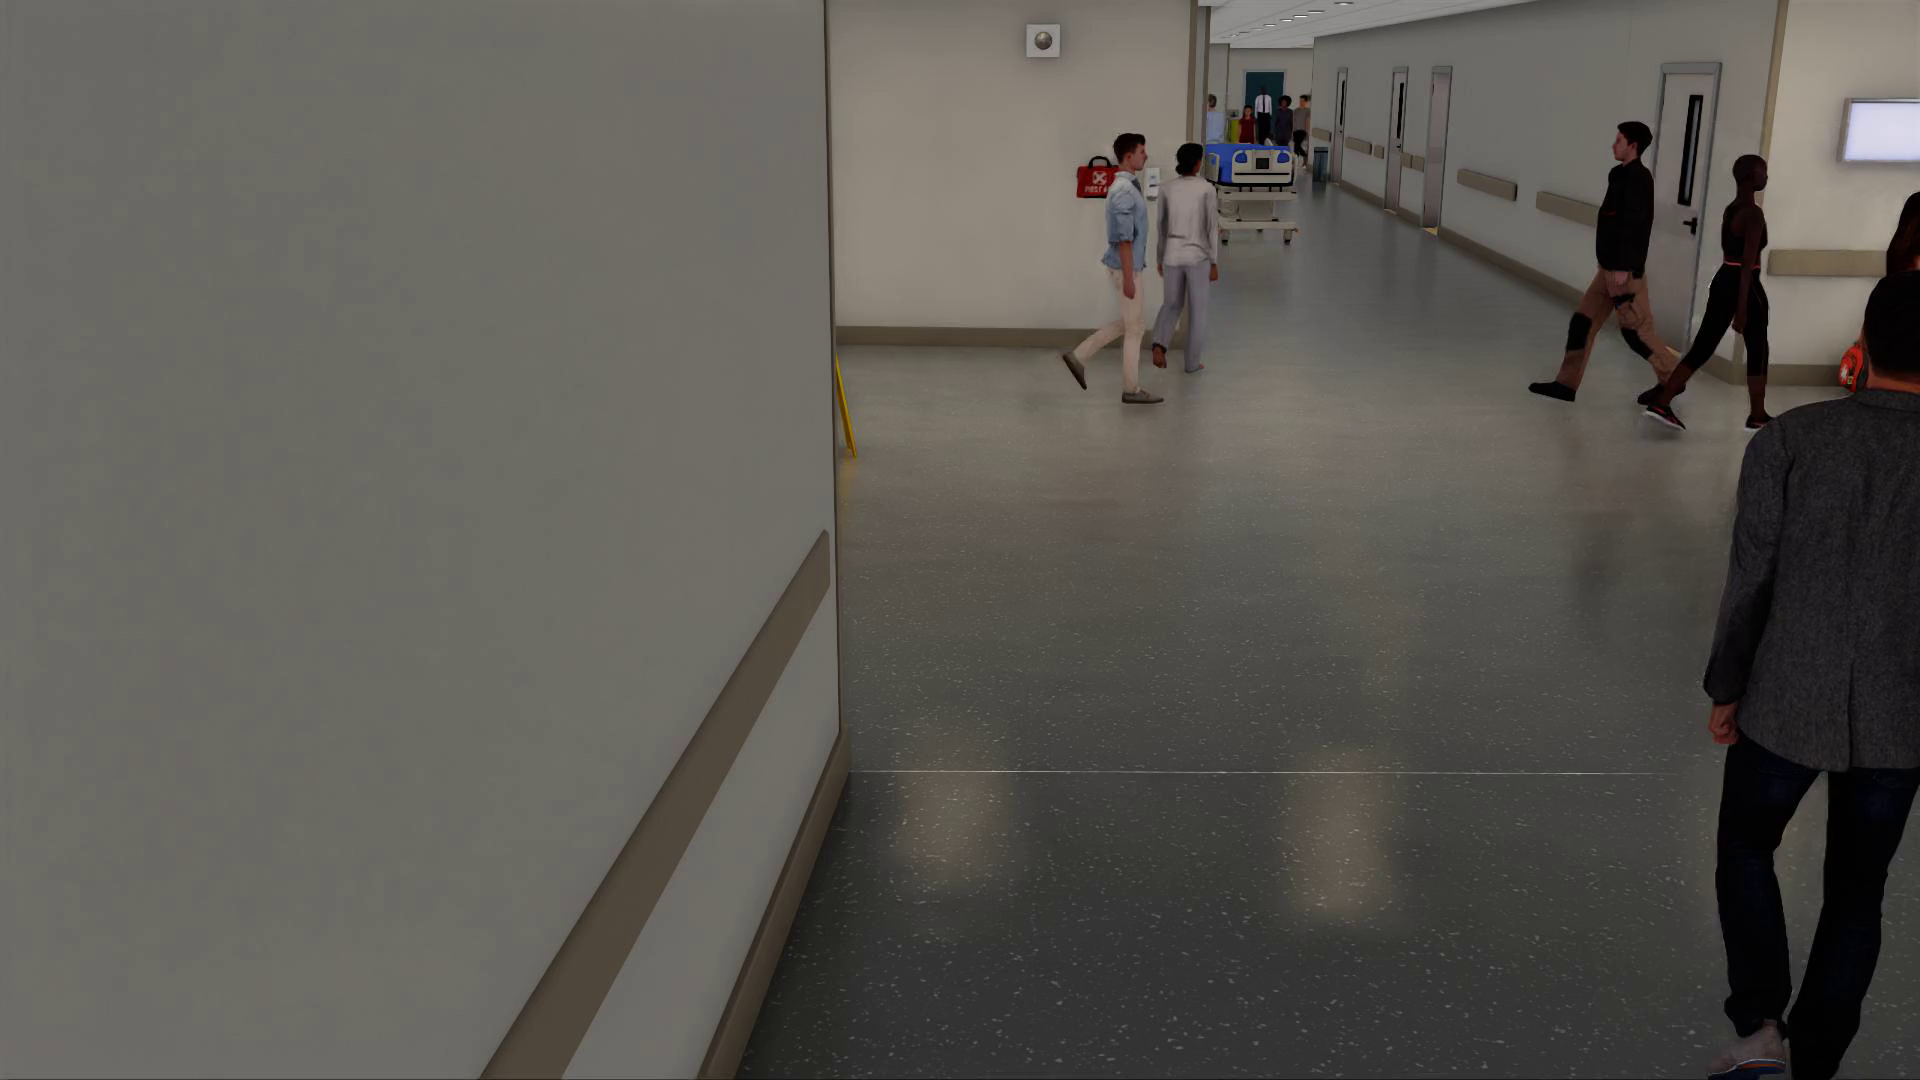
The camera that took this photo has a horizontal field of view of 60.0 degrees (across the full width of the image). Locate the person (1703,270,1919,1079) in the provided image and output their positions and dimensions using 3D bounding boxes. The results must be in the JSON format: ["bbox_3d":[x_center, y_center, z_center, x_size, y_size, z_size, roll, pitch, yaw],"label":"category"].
[{"bbox_3d":[1.828,0.388,3.459,0.882,1.856,0.912,7,17,24],"label":"person"}]

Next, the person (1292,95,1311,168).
[{"bbox_3d":[8.117,-9.677,39.493,1.125,1.674,1.077,-12,19,-35],"label":"person"}]

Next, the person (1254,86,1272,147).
[{"bbox_3d":[8.958,-12.481,49.172,0.762,1.819,0.724,1,16,3],"label":"person"}]

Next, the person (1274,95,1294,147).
[{"bbox_3d":[7.436,-9.320,38.193,0.933,1.693,0.742,4,16,14],"label":"person"}]

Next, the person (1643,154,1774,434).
[{"bbox_3d":[4.713,-1.483,10.347,1.200,1.719,0.721,-1,16,-4],"label":"person"}]

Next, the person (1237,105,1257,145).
[{"bbox_3d":[6.233,-8.672,36.223,0.964,1.507,0.619,1,16,4],"label":"person"}]

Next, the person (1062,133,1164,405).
[{"bbox_3d":[1.049,-1.843,11.416,0.923,1.832,0.650,2,16,7],"label":"person"}]

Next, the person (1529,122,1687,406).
[{"bbox_3d":[4.551,-1.811,11.204,1.248,1.885,0.740,2,16,7],"label":"person"}]

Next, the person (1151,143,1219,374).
[{"bbox_3d":[1.679,-2.102,12.542,0.893,1.720,0.895,9,18,30],"label":"person"}]
